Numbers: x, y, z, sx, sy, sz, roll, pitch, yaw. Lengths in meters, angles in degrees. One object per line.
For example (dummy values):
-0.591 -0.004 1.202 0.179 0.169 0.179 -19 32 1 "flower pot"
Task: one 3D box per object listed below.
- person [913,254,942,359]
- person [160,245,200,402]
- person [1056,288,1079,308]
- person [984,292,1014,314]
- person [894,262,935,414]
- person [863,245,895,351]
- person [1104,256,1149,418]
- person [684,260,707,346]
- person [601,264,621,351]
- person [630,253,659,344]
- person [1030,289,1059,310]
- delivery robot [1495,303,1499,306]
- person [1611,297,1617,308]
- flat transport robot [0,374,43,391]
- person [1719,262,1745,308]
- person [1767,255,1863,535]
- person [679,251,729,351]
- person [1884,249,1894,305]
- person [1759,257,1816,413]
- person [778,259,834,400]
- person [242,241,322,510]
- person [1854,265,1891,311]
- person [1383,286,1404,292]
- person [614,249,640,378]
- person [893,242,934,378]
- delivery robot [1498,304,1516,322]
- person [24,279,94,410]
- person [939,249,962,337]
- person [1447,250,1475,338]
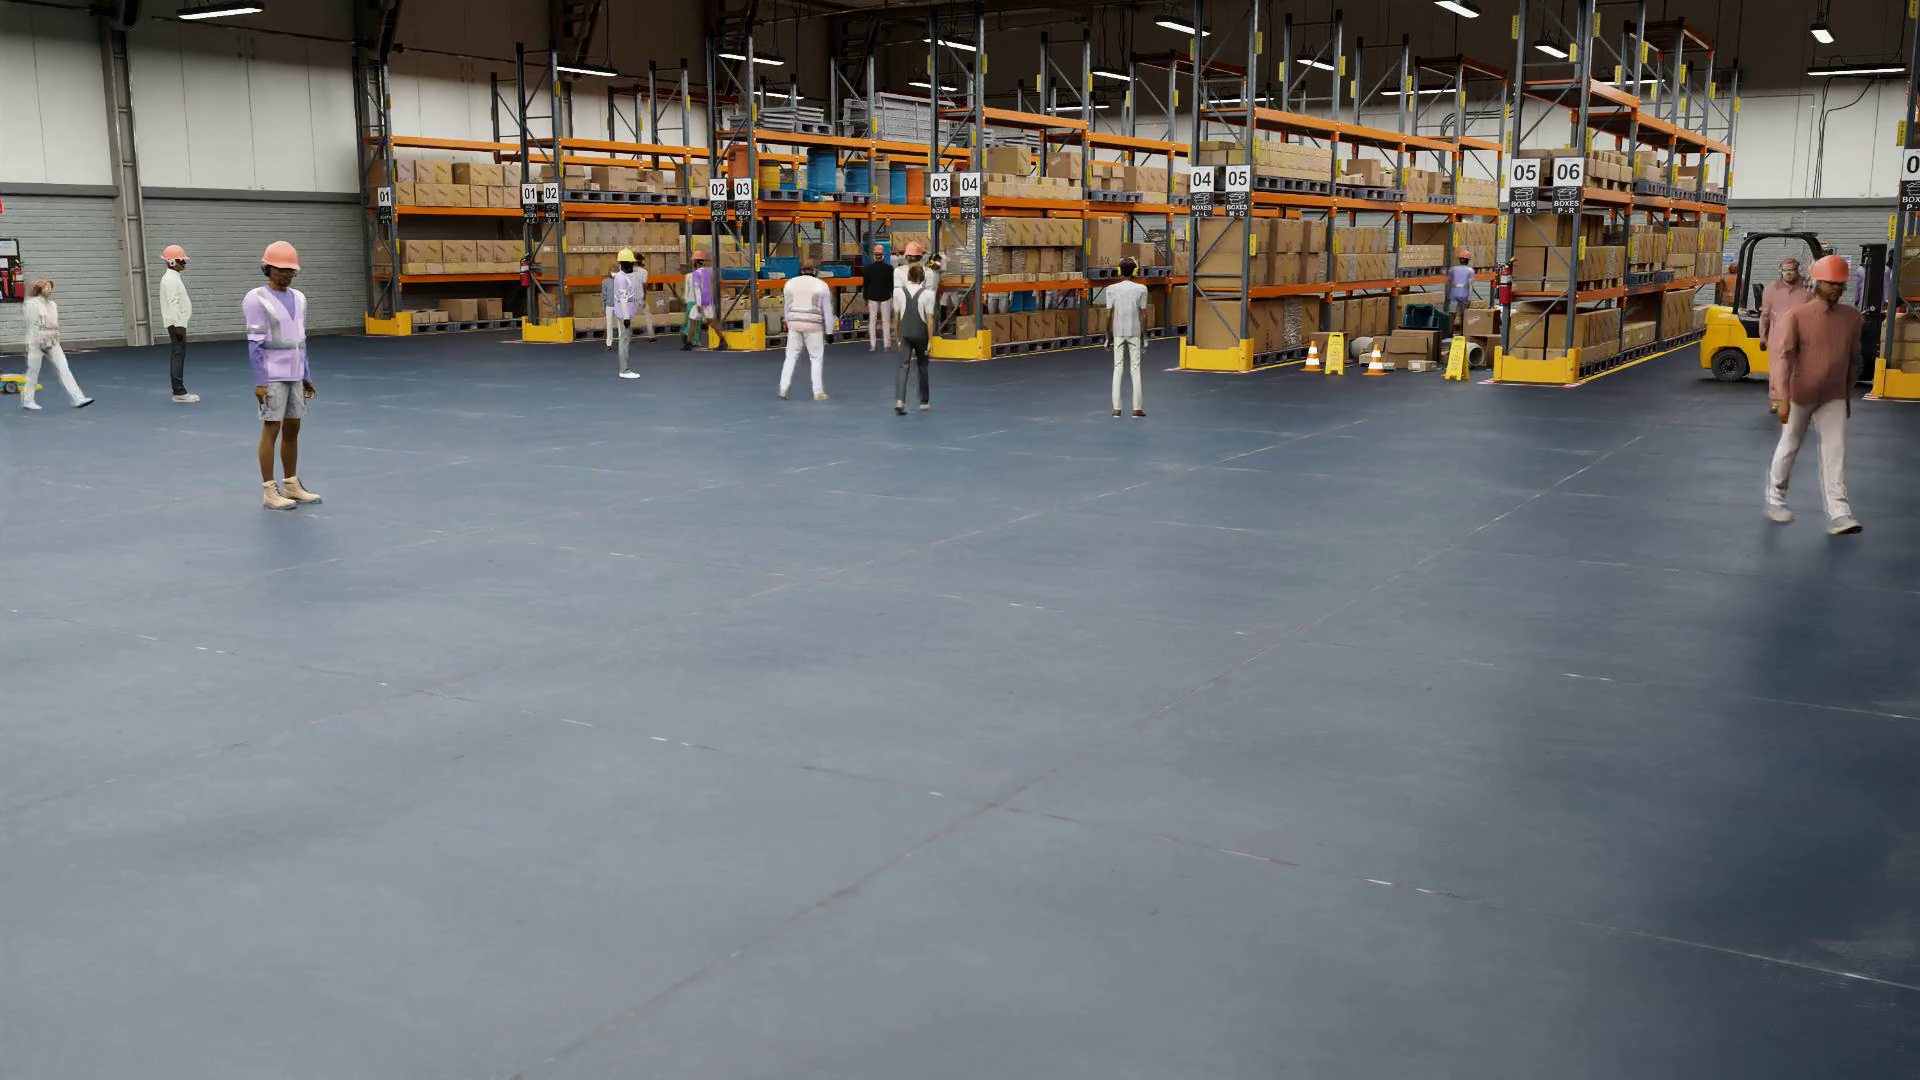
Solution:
-0.547 -4.061 28.994 0.414 1.840 0.548 7 12 34 "person"
-9.981 -2.755 21.246 0.384 1.993 0.623 -5 11 -24 "person"
2.303 -5.220 35.697 0.523 1.769 0.309 4 11 22 "person"
0.765 -4.810 32.960 0.626 1.933 0.370 1 10 7 "person"
-0.553 -2.408 19.835 0.511 1.812 0.938 2 10 10 "person"
-1.504 -4.502 31.102 0.650 1.984 0.476 1 10 5 "person"
1.933 -2.351 19.359 0.553 1.867 0.325 3 10 15 "person"
-5.162 -4.661 32.605 0.552 1.739 0.450 4 11 21 "person"
-6.515 -4.386 31.396 0.497 1.634 0.287 -1 10 -5 "person"
-6.514 -4.889 33.712 0.501 1.835 0.959 5 11 27 "person"
1.814 -5.348 36.373 0.892 1.776 0.619 -6 12 -30 "person"
13.215 -5.592 40.907 0.477 0.478 0.707 -1 10 -8 "delivery robot"
14.216 -5.281 35.587 0.547 1.928 0.385 4 11 20 "person"
-13.227 -2.094 22.373 0.652 0.197 1.431 10 14 44 "flat transport robot"
16.075 -4.961 34.643 0.518 1.619 0.567 6 12 29 "person"
6.049 -1.029 11.748 0.649 1.937 1.043 0 10 -1 "person"
-4.811 -4.487 31.274 1.004 1.889 0.545 5 11 24 "person"
20.276 -5.394 36.289 0.456 1.901 0.615 -8 13 -37 "person"
9.945 -2.457 19.958 0.668 1.868 0.676 5 11 27 "person"
-2.008 -2.701 21.449 0.767 1.823 0.526 2 10 13 "person"
-5.170 -1.258 12.754 0.404 2.034 0.609 3 11 18 "person"
17.582 -4.638 32.044 0.401 1.906 0.649 -8 13 -39 "person"
9.926 -5.568 38.019 0.514 1.631 0.389 7 12 35 "person"
-5.017 -3.397 25.037 0.366 1.926 0.592 -2 10 -11 "person"
-0.694 -3.427 24.895 0.606 2.039 0.395 -1 10 -3 "person"
13.099 -5.489 40.330 0.707 0.478 0.477 -1 10 -8 "delivery robot"
-11.065 -2.365 20.198 0.877 1.592 0.518 2 10 13 "person"
-0.258 -5.343 35.899 0.632 1.932 0.885 6 12 30 "person"
10.212 -4.971 33.981 0.543 1.896 0.948 4 11 23 "person"
